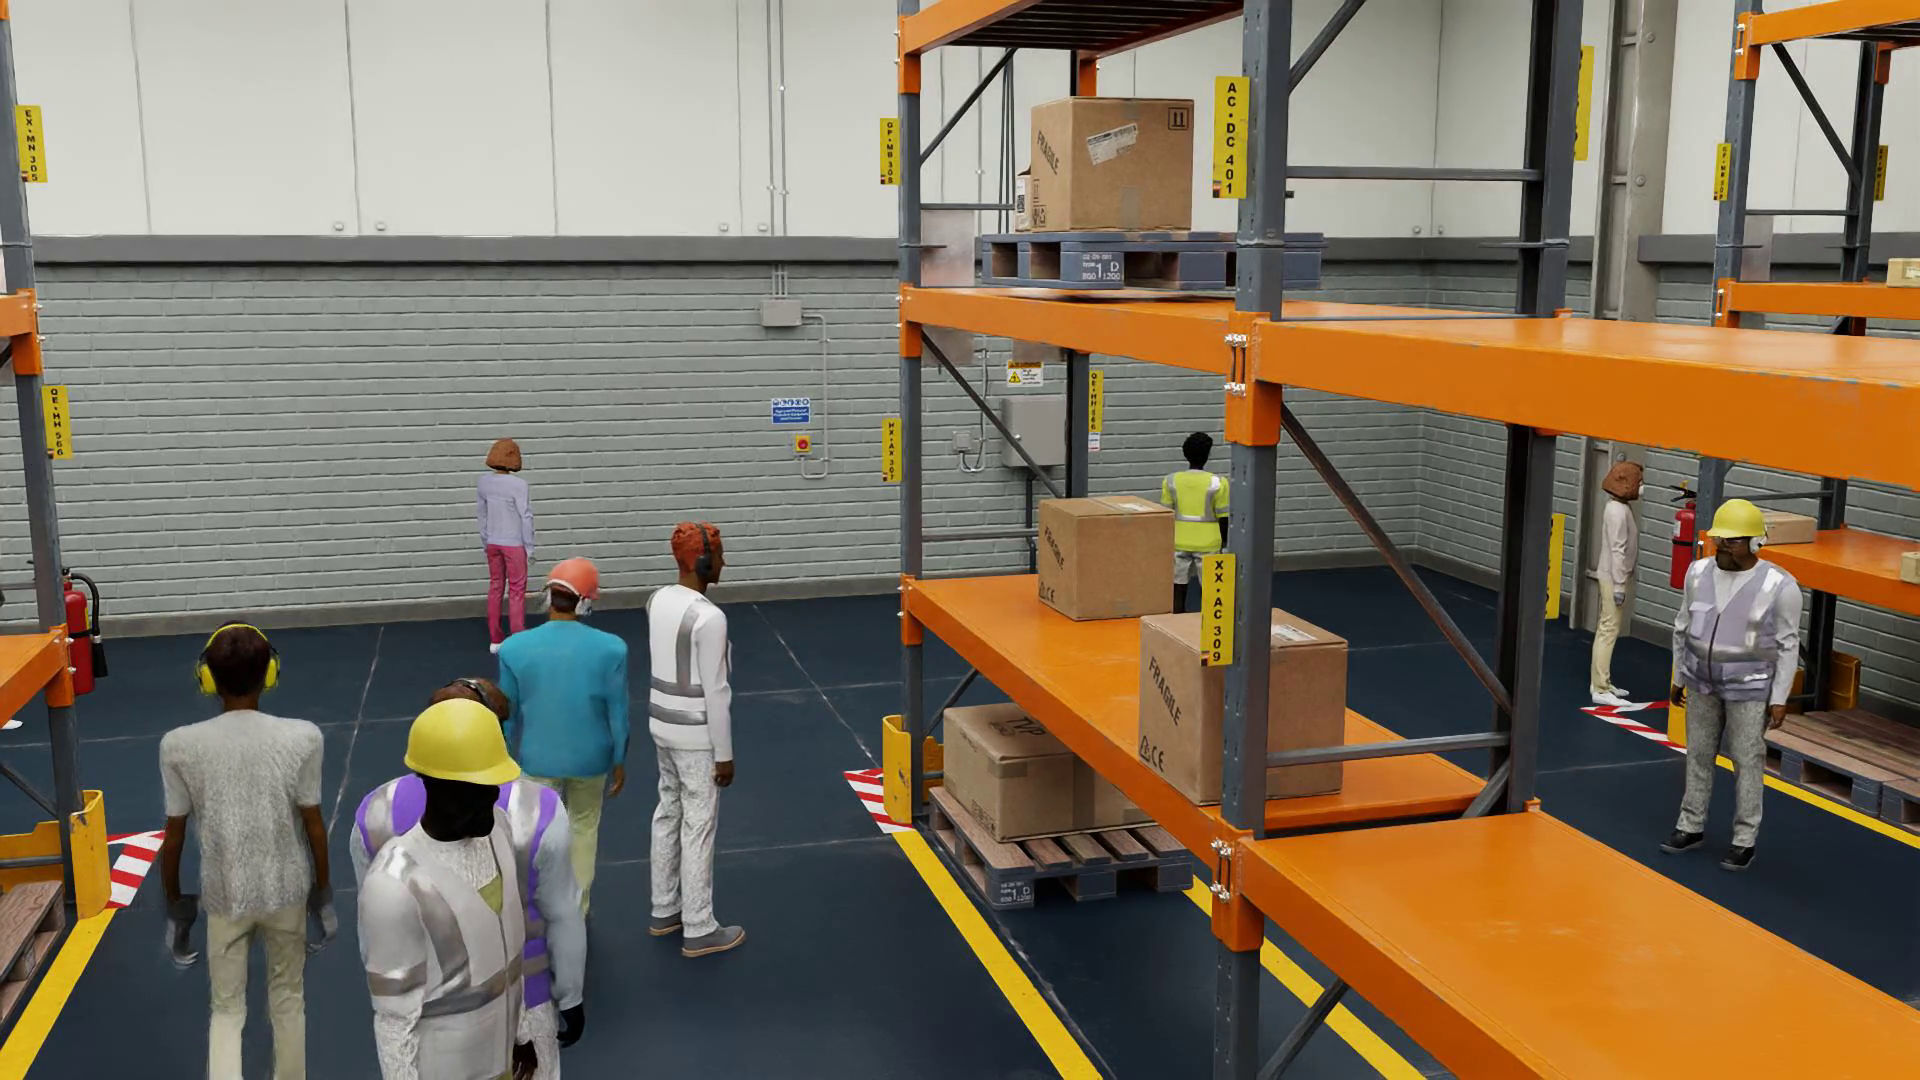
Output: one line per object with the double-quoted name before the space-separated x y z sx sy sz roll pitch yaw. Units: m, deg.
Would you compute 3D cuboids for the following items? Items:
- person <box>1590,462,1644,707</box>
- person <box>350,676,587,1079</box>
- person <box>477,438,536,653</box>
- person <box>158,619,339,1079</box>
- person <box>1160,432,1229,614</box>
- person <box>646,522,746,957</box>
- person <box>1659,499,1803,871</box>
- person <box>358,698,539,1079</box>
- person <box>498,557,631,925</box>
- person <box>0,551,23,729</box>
"person" 4.395 0.283 11.116 0.270 1.632 0.508 4 11 19
"person" -1.375 1.297 4.773 0.638 1.838 0.429 0 10 1
"person" -3.376 0.052 12.433 0.509 1.632 0.268 6 11 29
"person" -2.281 1.187 5.355 0.526 1.851 0.670 -3 11 -19
"person" 1.731 0.052 12.251 0.533 1.697 0.322 5 11 25
"person" -1.159 0.851 7.211 0.352 1.876 0.568 -8 13 -37
"person" 3.768 0.702 8.163 0.403 1.831 0.597 -8 13 -37
"person" -1.280 1.337 4.313 0.386 1.919 0.583 2 10 14
"person" -1.704 0.941 7.164 0.582 1.713 0.625 -2 10 -11
"person" -6.125 0.298 10.254 0.410 1.909 0.643 0 10 0
